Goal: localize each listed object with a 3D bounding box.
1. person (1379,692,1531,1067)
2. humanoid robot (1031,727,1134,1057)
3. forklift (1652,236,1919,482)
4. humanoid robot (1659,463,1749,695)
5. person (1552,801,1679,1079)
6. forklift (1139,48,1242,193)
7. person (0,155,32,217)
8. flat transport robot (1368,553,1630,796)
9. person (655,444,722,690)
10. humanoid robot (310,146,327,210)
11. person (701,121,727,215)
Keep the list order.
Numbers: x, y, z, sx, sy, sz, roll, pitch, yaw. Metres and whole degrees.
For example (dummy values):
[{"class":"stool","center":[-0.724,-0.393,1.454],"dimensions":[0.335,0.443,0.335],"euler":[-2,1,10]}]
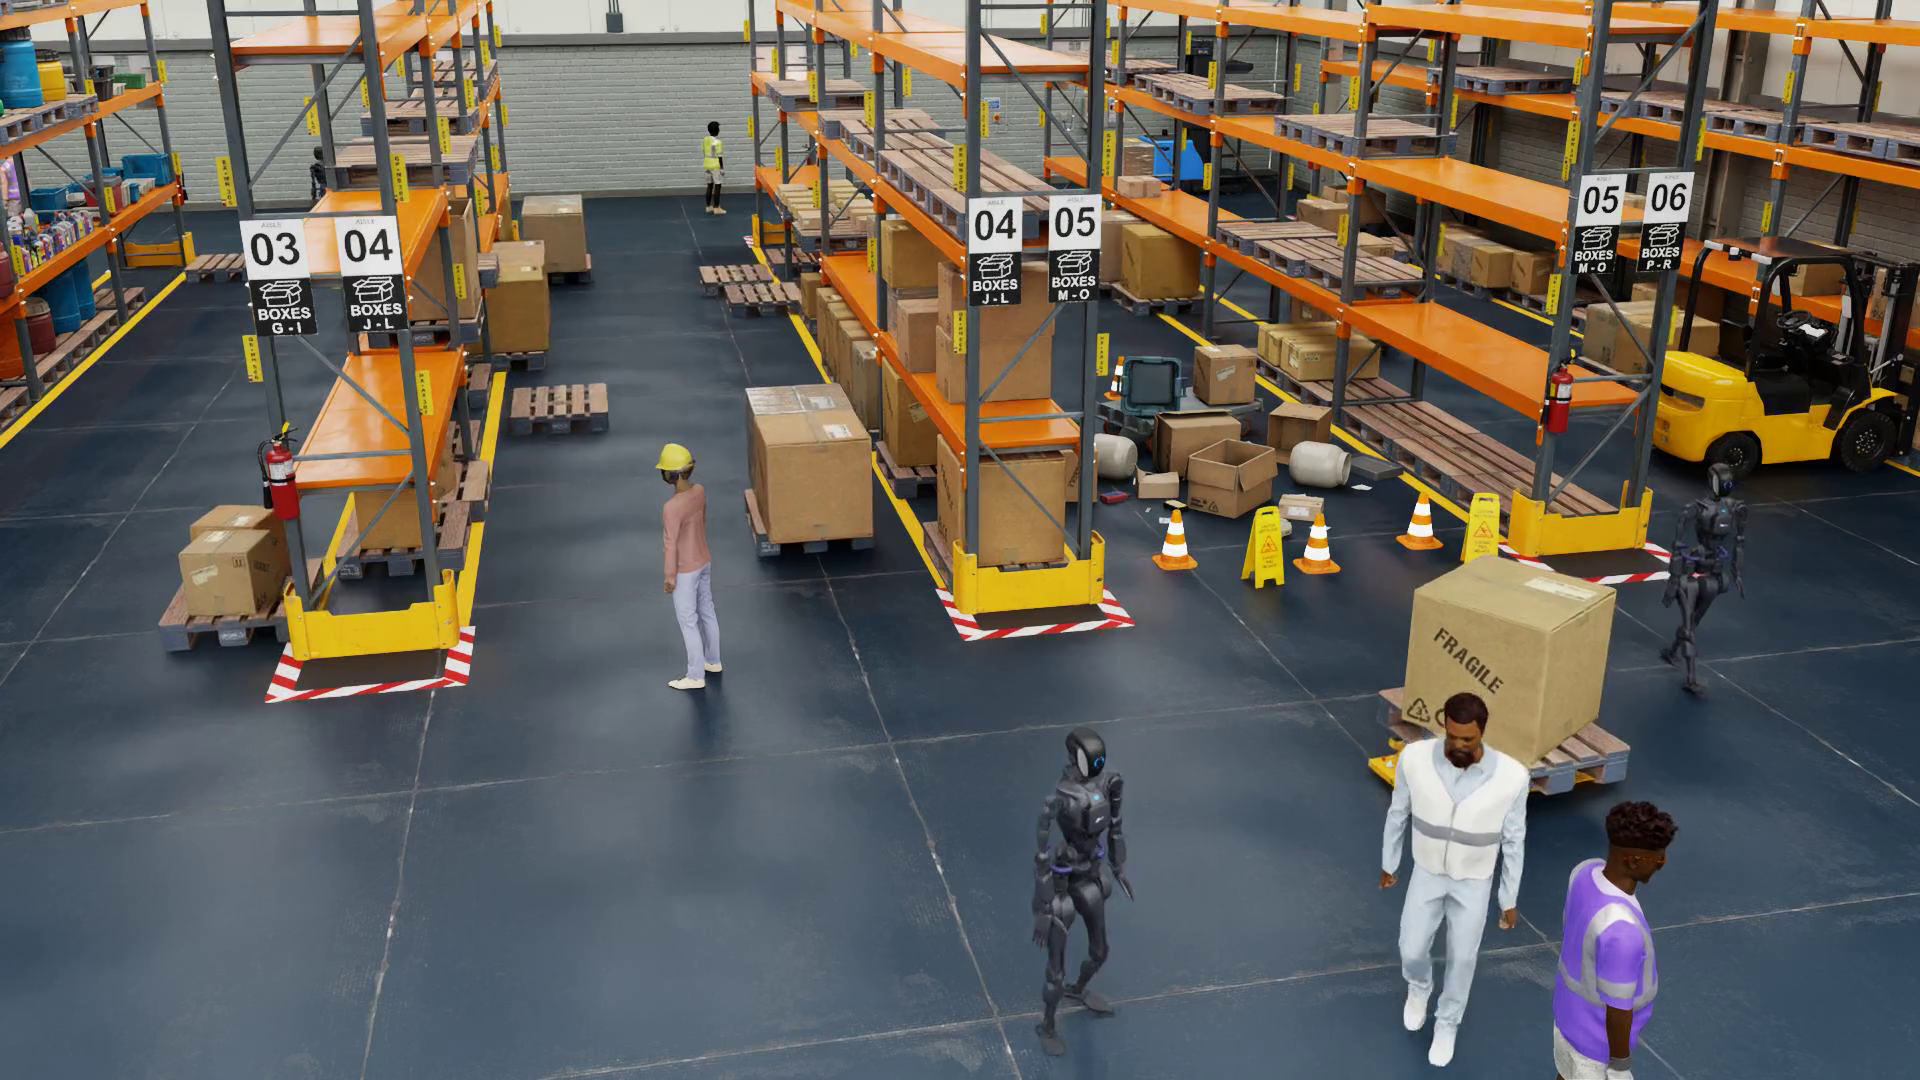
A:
[{"class":"person","center":[2.270,1.545,7.706],"dimensions":[0.630,1.899,0.442],"euler":[8,22,21]},{"class":"humanoid robot","center":[0.536,1.603,7.856],"dimensions":[0.603,1.640,0.379],"euler":[-16,26,-37]},{"class":"forklift","center":[8.013,-1.814,16.330],"dimensions":[2.313,2.155,1.214],"euler":[-4,21,-12]},{"class":"humanoid robot","center":[5.206,0.233,11.625],"dimensions":[0.603,1.626,0.785],"euler":[-3,21,-9]},{"class":"person","center":[2.549,1.919,6.608],"dimensions":[0.369,1.960,0.601],"euler":[1,20,4]},{"class":"forklift","center":[4.566,-8.313,32.860],"dimensions":[1.873,2.768,1.129],"euler":[-4,21,-12]},{"class":"person","center":[-15.367,-5.566,27.155],"dimensions":[0.347,1.688,0.491],"euler":[11,23,27]},{"class":"flat transport robot","center":[3.372,1.397,10.440],"dimensions":[1.431,0.231,0.659],"euler":[-7,22,-19]},{"class":"person","center":[-1.918,0.179,11.585],"dimensions":[0.339,1.758,0.519],"euler":[6,21,17]},{"class":"humanoid robot","center":[-10.533,-5.663,27.482],"dimensions":[0.754,1.627,0.603],"euler":[7,21,18]},{"class":"person","center":[-4.525,-6.839,30.580],"dimensions":[0.537,1.687,0.319],"euler":[18,27,40]}]
